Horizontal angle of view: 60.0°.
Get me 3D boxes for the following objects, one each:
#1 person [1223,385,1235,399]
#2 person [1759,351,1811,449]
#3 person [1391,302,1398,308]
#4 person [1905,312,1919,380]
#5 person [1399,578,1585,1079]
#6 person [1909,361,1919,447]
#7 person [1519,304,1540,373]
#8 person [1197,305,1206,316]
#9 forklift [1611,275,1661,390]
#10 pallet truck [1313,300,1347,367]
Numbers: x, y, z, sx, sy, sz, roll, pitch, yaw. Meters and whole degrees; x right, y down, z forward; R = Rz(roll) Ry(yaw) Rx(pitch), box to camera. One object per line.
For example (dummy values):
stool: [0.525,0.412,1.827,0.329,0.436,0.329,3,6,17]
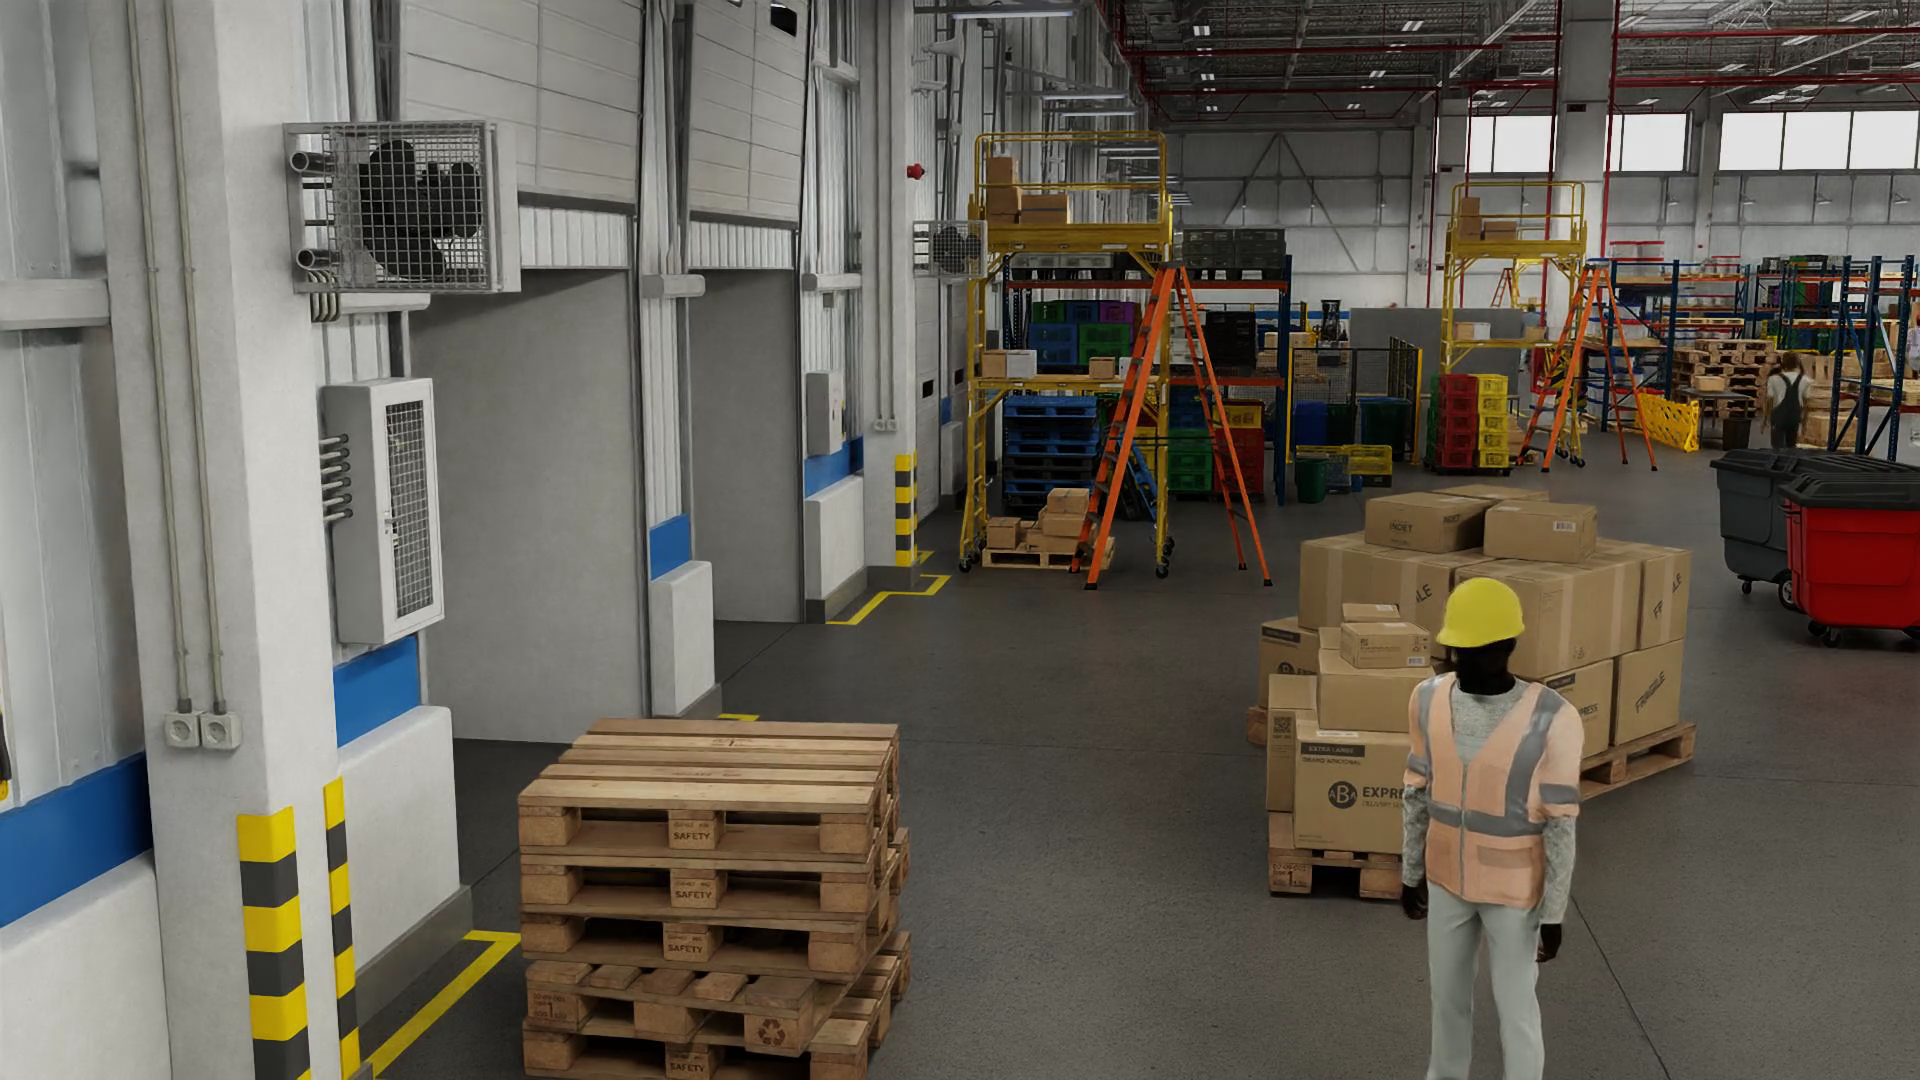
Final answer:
person: [5.662,-3.604,34.841,0.313,1.633,0.522,-2,9,-13]
person: [10.516,-1.494,21.223,0.528,1.829,0.408,1,9,6]
person: [13.339,-6.425,51.509,0.605,1.867,0.494,-3,10,-16]
person: [21.443,-4.144,37.282,0.577,1.911,0.751,2,9,13]
person: [1.628,1.059,5.200,0.397,1.918,0.588,-8,12,-42]
person: [15.654,-2.363,26.866,0.486,1.738,0.320,-4,10,-25]
person: [15.929,-5.625,46.452,0.716,1.906,0.548,5,11,30]
person: [6.421,-5.327,44.555,0.543,1.929,0.387,-9,13,-43]
forklift: [15.642,-4.927,39.155,1.873,2.768,1.129,5,10,28]
pallet truck: [11.159,-6.200,49.718,0.823,1.965,1.885,4,10,26]
